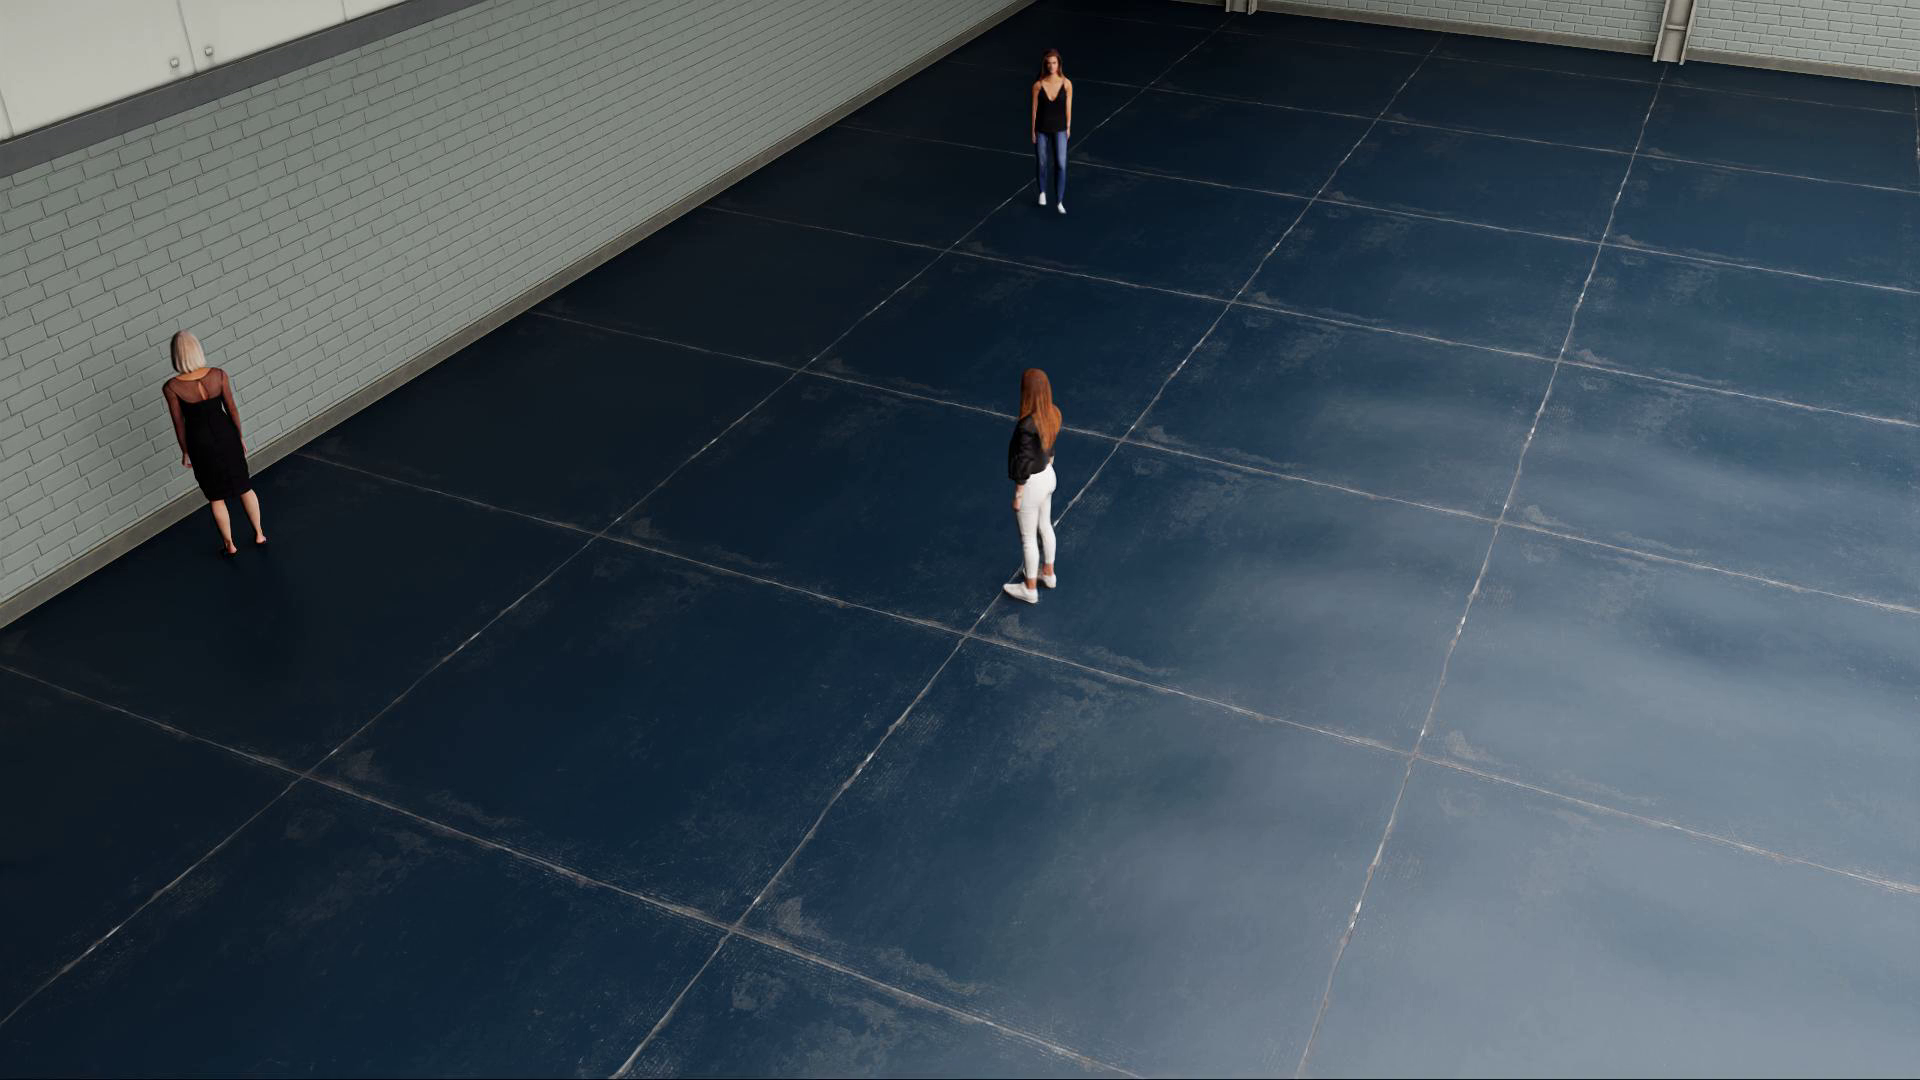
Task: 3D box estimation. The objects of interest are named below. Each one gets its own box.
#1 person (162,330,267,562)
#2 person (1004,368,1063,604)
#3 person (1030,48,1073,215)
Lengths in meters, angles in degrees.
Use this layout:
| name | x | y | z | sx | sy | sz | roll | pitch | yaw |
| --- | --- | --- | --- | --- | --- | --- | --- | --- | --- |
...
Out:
| name | x | y | z | sx | sy | sz | roll | pitch | yaw |
| --- | --- | --- | --- | --- | --- | --- | --- | --- | --- |
| person | -5.209 | -0.650 | 11.609 | 0.664 | 1.747 | 0.674 | -20 | 37 | -29 |
| person | 0.510 | -0.369 | 11.208 | 0.546 | 1.699 | 0.603 | 18 | 36 | 26 |
| person | 0.944 | -4.325 | 17.482 | 0.937 | 1.696 | 0.865 | 0 | 32 | 0 |
